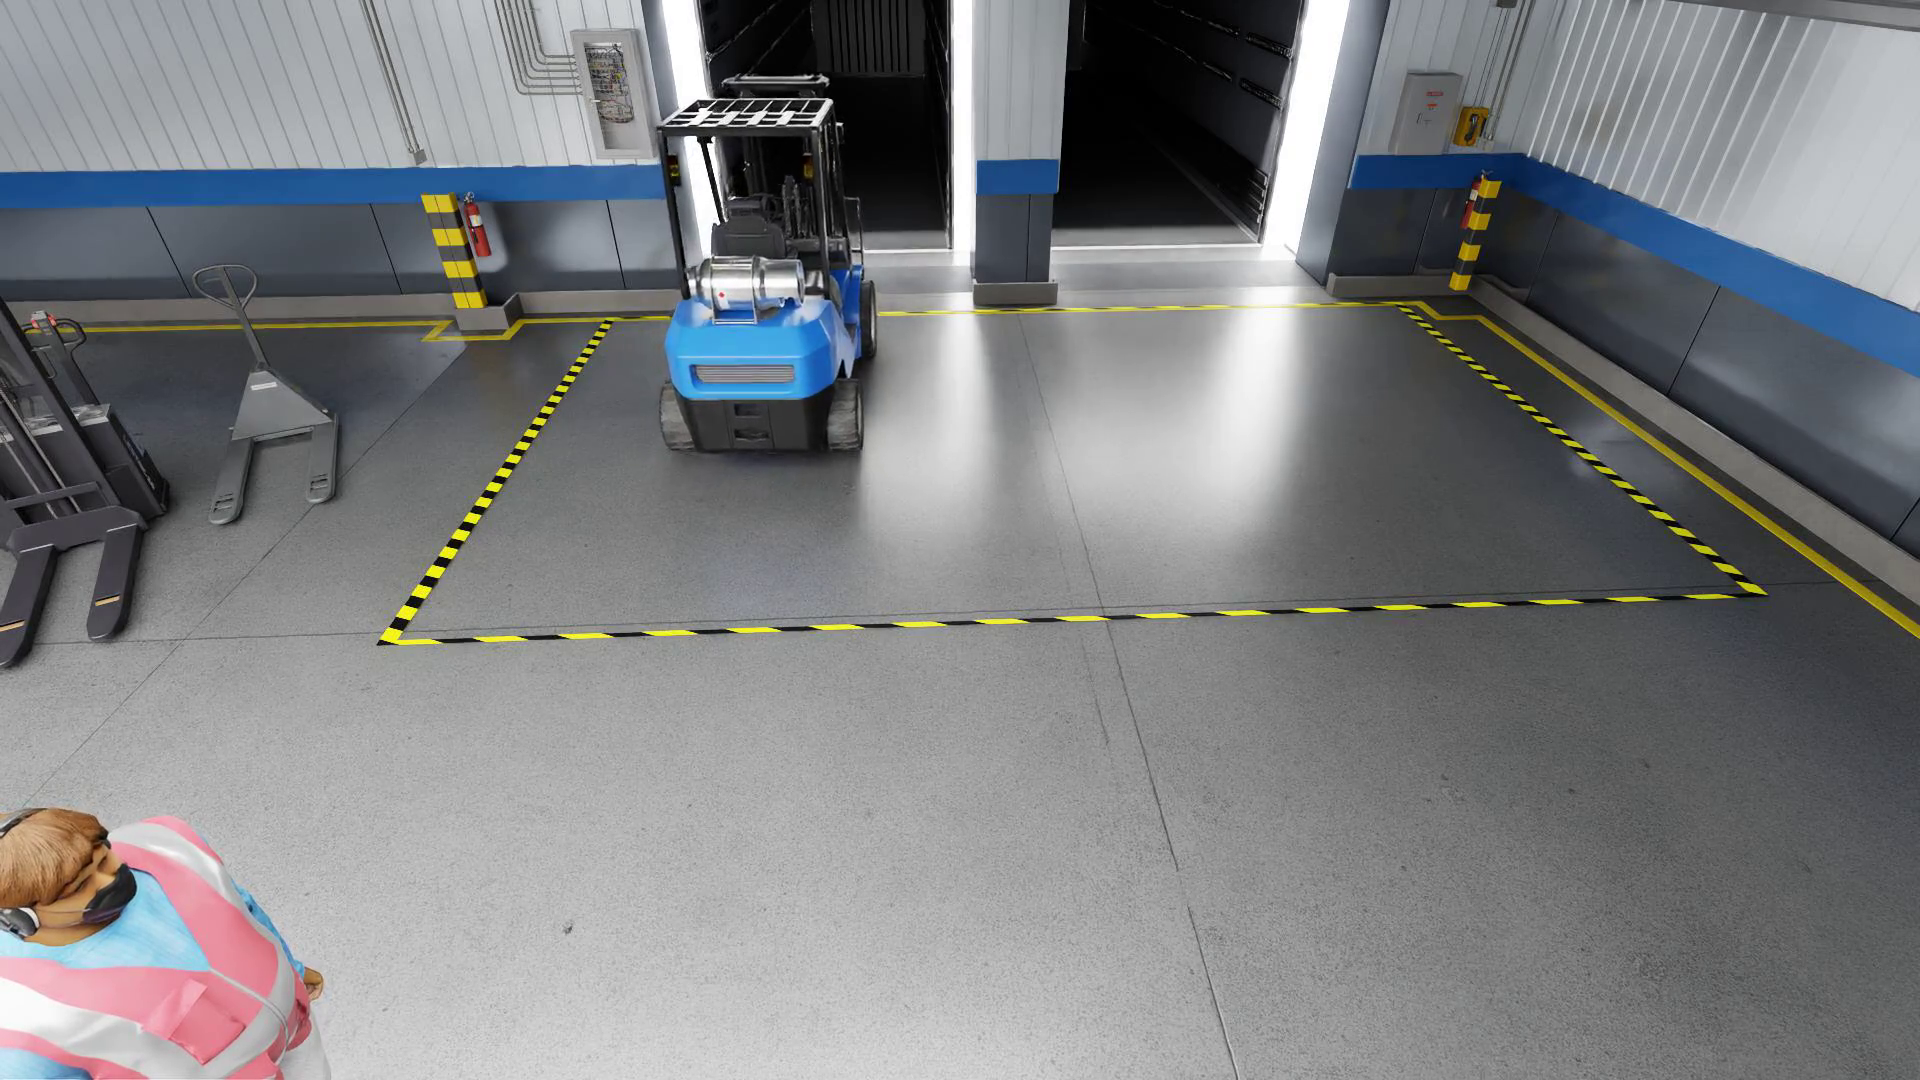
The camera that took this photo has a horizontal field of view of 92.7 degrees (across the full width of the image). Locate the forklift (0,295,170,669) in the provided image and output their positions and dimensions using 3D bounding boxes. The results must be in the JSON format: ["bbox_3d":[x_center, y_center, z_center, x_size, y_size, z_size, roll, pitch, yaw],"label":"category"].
[{"bbox_3d":[-5.212,-0.618,4.878,0.823,1.965,1.885,-20,39,-26],"label":"forklift"}]

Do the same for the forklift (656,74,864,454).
[{"bbox_3d":[-1.389,-2.119,6.719,1.157,2.036,2.680,0,35,0],"label":"forklift"}]

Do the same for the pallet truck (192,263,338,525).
[{"bbox_3d":[-4.778,-1.027,6.128,0.680,1.201,1.601,-17,38,-23],"label":"pallet truck"}]

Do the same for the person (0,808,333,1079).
[{"bbox_3d":[-1.811,1.295,2.266,0.429,1.842,0.624,-2,35,-3],"label":"person"}]
